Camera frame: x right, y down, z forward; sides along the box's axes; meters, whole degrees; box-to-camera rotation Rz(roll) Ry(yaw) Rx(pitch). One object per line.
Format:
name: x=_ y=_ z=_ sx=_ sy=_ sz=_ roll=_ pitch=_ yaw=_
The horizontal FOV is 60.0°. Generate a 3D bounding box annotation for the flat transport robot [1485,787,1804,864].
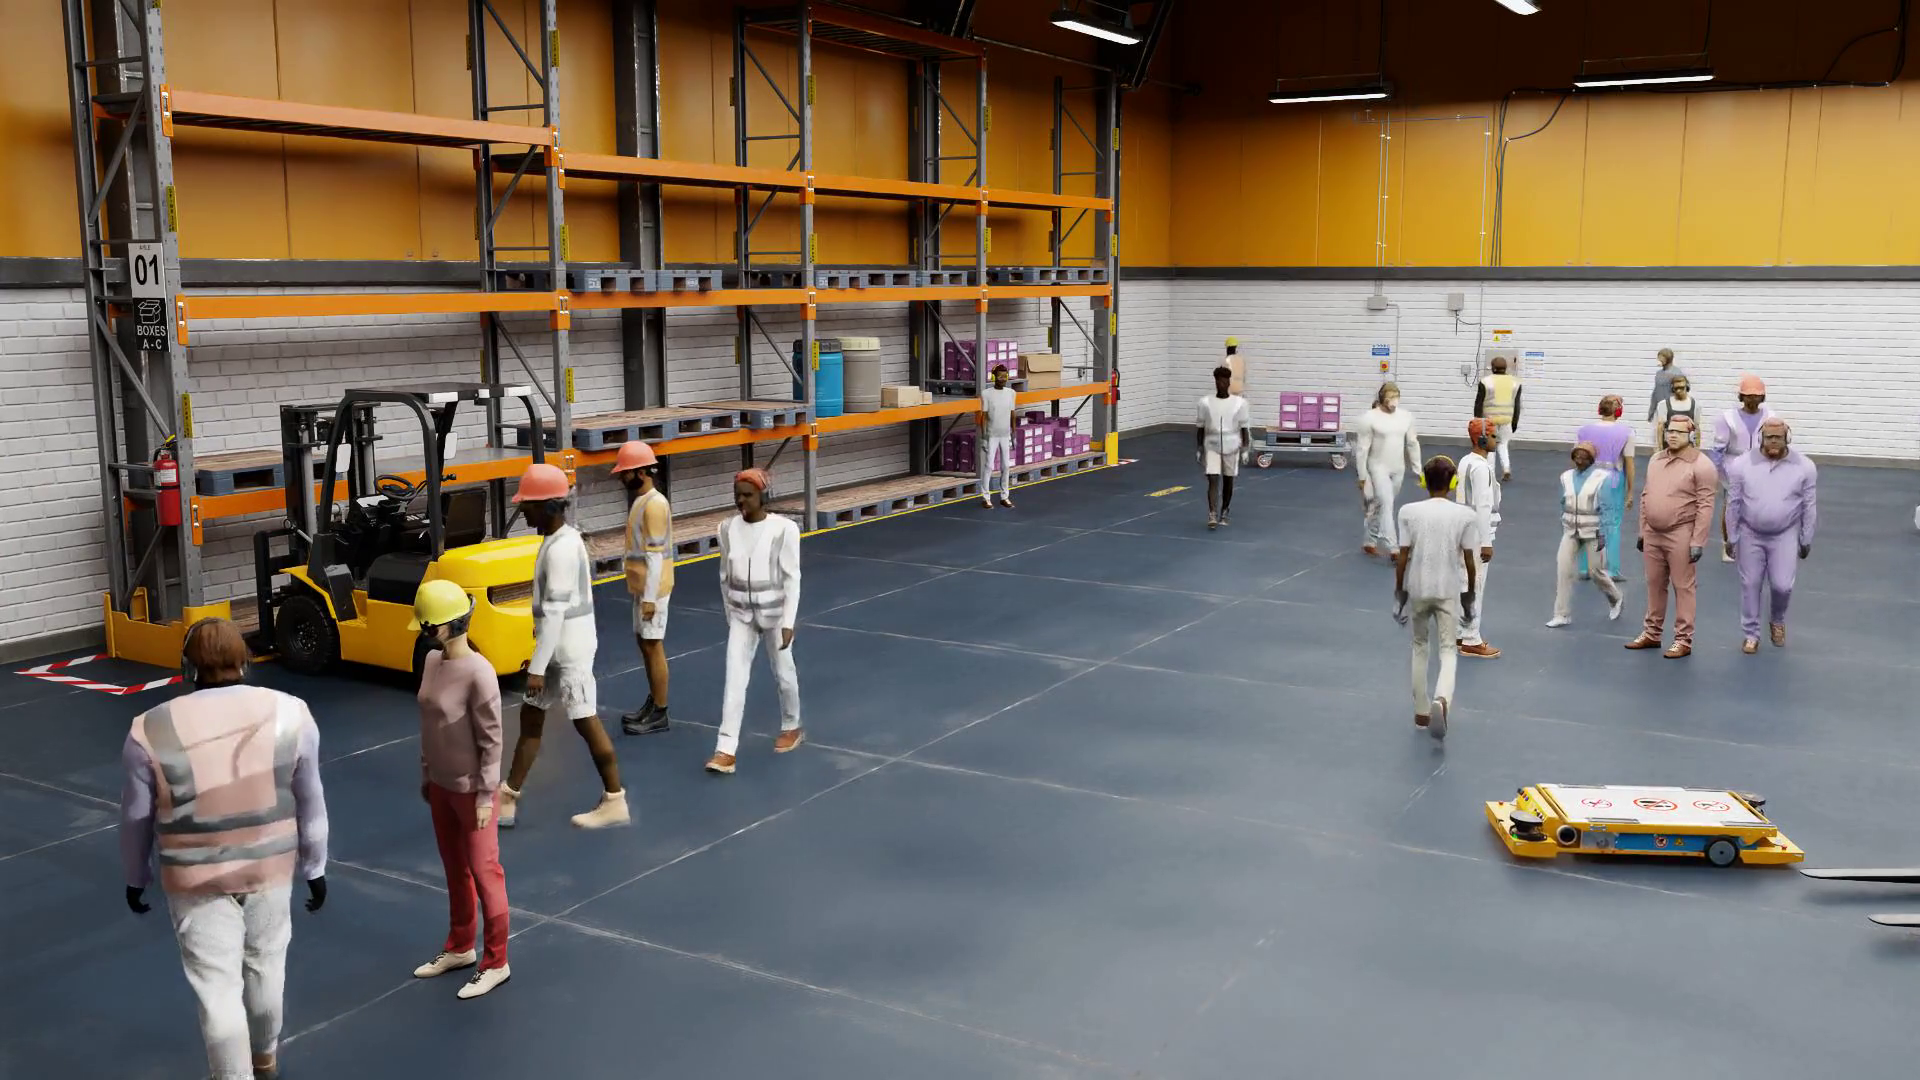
flat transport robot: x=3.569 y=1.480 z=8.745 sx=1.431 sy=0.197 sz=0.652 roll=1 pitch=9 yaw=5

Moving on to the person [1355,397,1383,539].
person: x=4.792 y=-0.841 z=19.033 sx=0.518 sy=1.623 sz=0.491 roll=2 pitch=9 yaw=13

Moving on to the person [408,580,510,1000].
person: x=-2.105 y=1.028 z=6.946 sx=0.523 sy=1.760 sz=0.327 roll=8 pitch=12 yaw=43

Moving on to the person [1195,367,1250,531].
person: x=3.085 y=-1.075 z=19.572 sx=0.627 sy=1.909 sz=0.987 roll=2 pitch=9 yaw=11

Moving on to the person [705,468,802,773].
person: x=-1.232 y=0.478 z=10.174 sx=0.582 sy=1.833 sz=1.001 roll=3 pitch=9 yaw=16

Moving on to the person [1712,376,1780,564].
person: x=7.982 y=-0.683 z=16.931 sx=0.635 sy=1.989 sz=1.067 roll=3 pitch=9 yaw=16

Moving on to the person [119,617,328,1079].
person: x=-2.647 y=1.159 z=5.966 sx=0.652 sy=1.804 sz=0.891 roll=-6 pitch=11 yaw=-35

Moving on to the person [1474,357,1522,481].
person: x=7.673 y=-1.706 z=23.811 sx=0.633 sy=1.829 sz=0.438 roll=-1 pitch=9 yaw=-6

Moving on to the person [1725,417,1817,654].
person: x=6.387 y=-0.031 z=13.146 sx=0.647 sy=1.892 sz=0.438 roll=5 pitch=10 yaw=27

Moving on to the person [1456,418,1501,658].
person: x=4.078 y=-0.021 z=13.105 sx=0.355 sy=1.882 sz=0.576 roll=0 pitch=9 yaw=2

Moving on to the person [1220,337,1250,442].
person: x=4.890 y=-2.699 z=29.840 sx=0.603 sy=1.876 sz=1.019 roll=-5 pitch=10 yaw=-28

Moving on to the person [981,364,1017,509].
person: x=0.495 y=-1.322 z=21.311 sx=0.509 sy=1.860 sz=0.318 roll=-4 pitch=10 yaw=-25

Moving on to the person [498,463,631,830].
person: x=-2.262 y=0.596 z=8.860 sx=1.012 sy=1.997 sz=0.624 roll=-3 pitch=10 yaw=-17

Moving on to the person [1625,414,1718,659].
person: x=5.593 y=-0.035 z=13.096 sx=0.408 sy=1.913 sz=0.642 roll=-4 pitch=10 yaw=-26

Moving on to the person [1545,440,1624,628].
person: x=5.375 y=-0.061 z=14.189 sx=0.733 sy=1.614 sz=0.529 roll=-6 pitch=11 yaw=-35

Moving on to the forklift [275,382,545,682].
forklift: x=-3.974 y=-0.067 z=12.417 sx=2.313 sy=2.155 sz=1.214 roll=5 pitch=11 yaw=30

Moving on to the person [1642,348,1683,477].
person: x=10.341 y=-1.874 z=24.566 sx=0.767 sy=1.908 sz=0.659 roll=0 pitch=9 yaw=-3

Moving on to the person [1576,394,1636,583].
person: x=6.280 y=-0.502 z=16.216 sx=0.570 sy=1.843 sz=0.372 roll=8 pitch=12 yaw=42

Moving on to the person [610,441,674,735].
person: x=-2.076 y=0.309 z=10.922 sx=0.379 sy=1.926 sz=0.543 roll=-3 pitch=10 yaw=-20

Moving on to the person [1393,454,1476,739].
person: x=3.072 y=0.371 z=10.787 sx=0.516 sy=1.851 sz=0.725 roll=3 pitch=10 yaw=17

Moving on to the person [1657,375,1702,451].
person: x=8.576 y=-1.063 z=19.843 sx=0.518 sy=1.797 sz=0.865 roll=3 pitch=9 yaw=16

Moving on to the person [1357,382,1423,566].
person: x=4.468 y=-0.694 z=17.297 sx=0.648 sy=1.888 sz=1.007 roll=-3 pitch=10 yaw=-20

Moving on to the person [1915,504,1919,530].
person: x=11.494 y=-1.017 z=19.283 sx=0.769 sy=1.892 sz=0.598 roll=-4 pitch=10 yaw=-24
